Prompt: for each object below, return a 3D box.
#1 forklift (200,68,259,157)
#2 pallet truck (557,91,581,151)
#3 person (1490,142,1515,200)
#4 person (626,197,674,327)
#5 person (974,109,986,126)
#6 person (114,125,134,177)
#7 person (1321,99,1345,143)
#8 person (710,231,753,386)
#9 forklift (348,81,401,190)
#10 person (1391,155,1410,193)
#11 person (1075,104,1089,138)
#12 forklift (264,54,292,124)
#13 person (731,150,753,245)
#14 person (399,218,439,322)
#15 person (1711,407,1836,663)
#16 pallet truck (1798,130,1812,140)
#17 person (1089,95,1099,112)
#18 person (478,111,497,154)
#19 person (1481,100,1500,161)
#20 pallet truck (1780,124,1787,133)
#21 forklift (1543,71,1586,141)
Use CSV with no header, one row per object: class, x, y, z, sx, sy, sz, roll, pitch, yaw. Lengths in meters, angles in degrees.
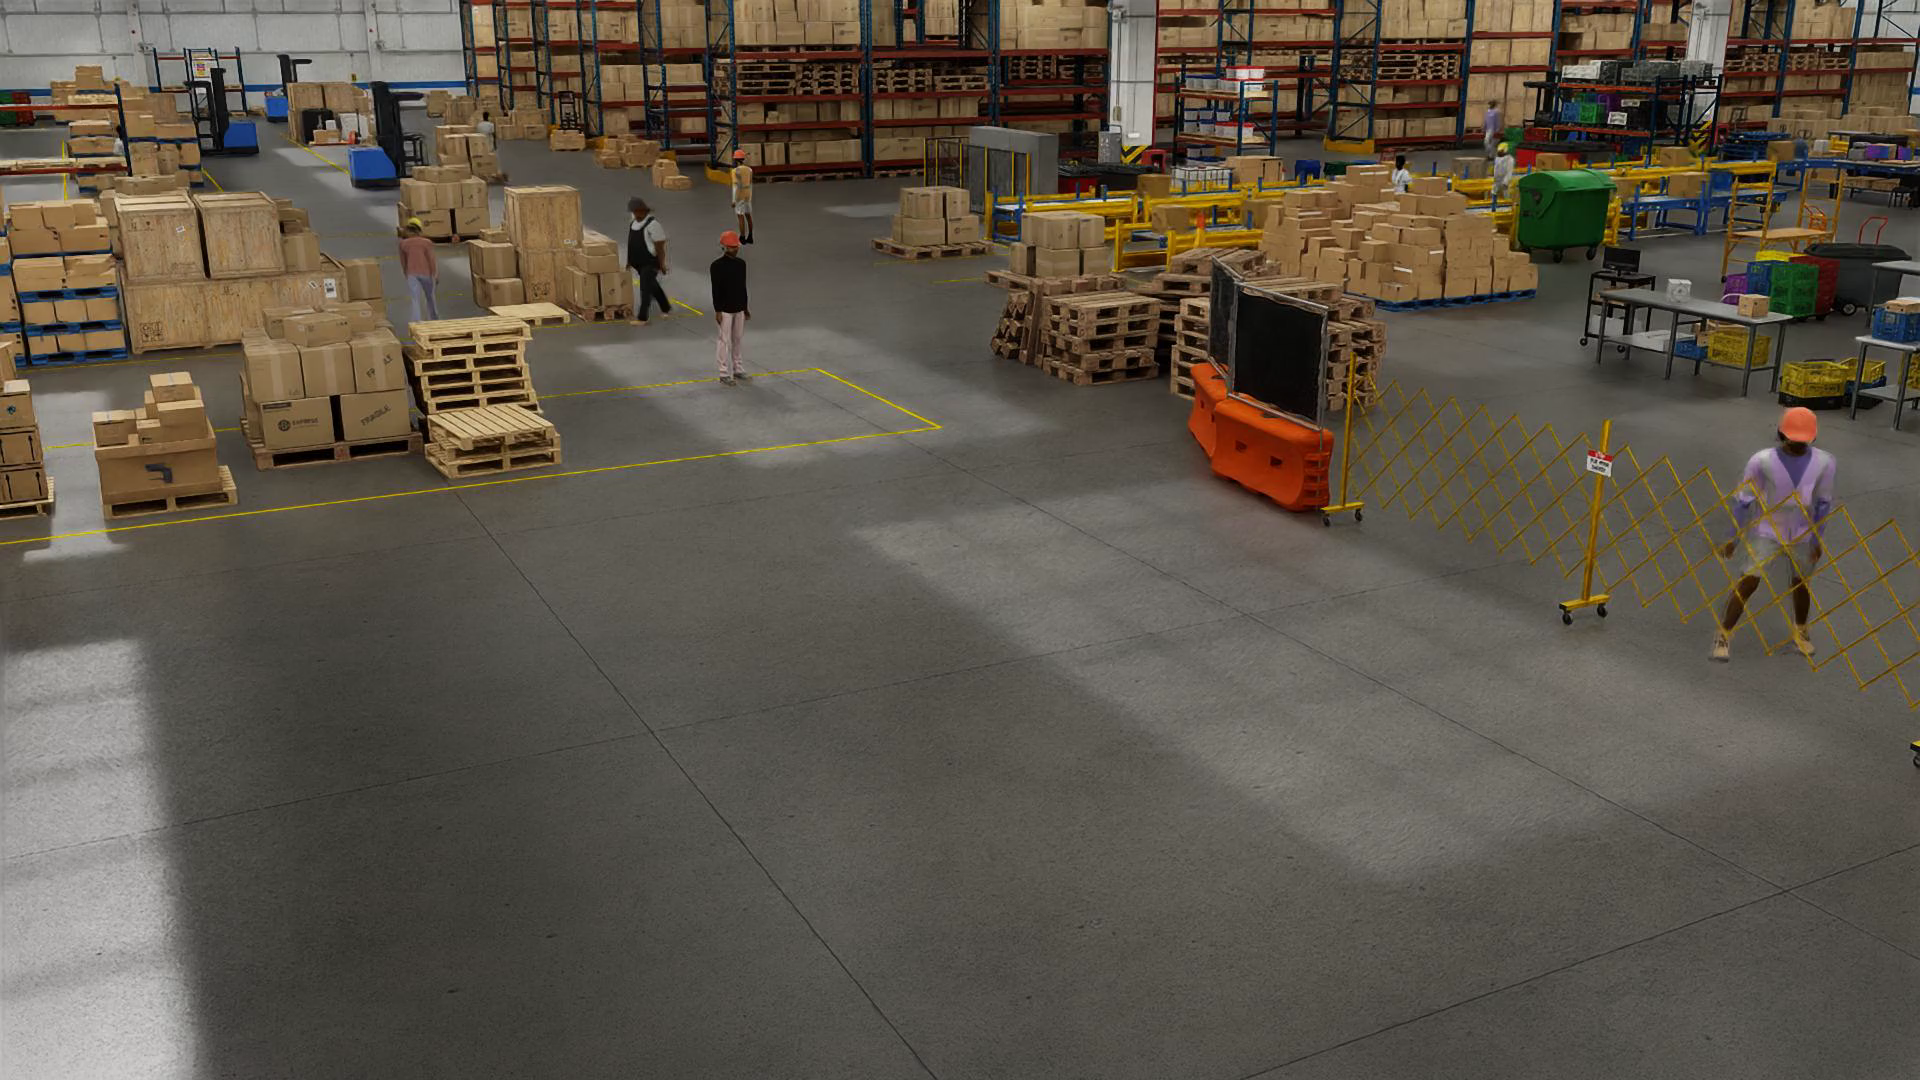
forklift,-24.369,-14.147,54.940,1.873,2.768,1.129,-9,20,-26
pallet truck,-13.495,-14.412,57.188,0.823,1.965,1.885,-3,18,-9
person,12.605,-8.315,38.515,0.867,1.797,0.581,-9,20,-27
person,-4.841,-4.399,25.904,0.978,2.000,0.697,-16,24,-41
person,0.560,-12.650,52.179,0.540,1.695,0.317,4,18,12
person,-21.008,-9.422,41.699,0.512,1.950,0.640,-5,18,-14
person,13.566,-15.218,60.356,0.901,1.580,0.514,-2,18,-5
person,-2.981,-3.031,21.711,0.376,1.995,0.609,12,21,33
forklift,-15.619,-10.988,45.089,1.873,2.768,1.129,-9,20,-26
person,9.655,-7.574,36.382,0.472,1.688,0.543,-7,19,-21
person,4.061,-13.673,55.408,0.538,1.667,0.754,13,22,35
forklift,-28.494,-19.123,70.450,1.873,2.768,1.129,-9,20,-26
person,-4.532,-7.102,34.493,0.364,1.939,0.542,14,22,36
person,-8.210,-4.026,25.287,0.537,1.696,0.939,-3,18,-9
person,6.123,-0.052,12.466,0.811,1.986,0.584,3,18,9
pallet truck,25.526,-11.556,49.408,1.630,1.274,0.653,-9,20,-26
person,4.798,-15.511,60.937,0.637,1.805,0.939,-7,19,-20
person,-13.825,-11.594,48.651,0.508,1.855,0.455,0,18,-1
person,16.915,-13.120,53.285,0.674,1.913,0.646,-3,18,-10
pallet truck,25.206,-12.542,52.601,1.601,1.201,0.680,0,18,-2
forklift,18.685,-13.231,52.085,1.873,2.768,1.129,-9,20,-26
